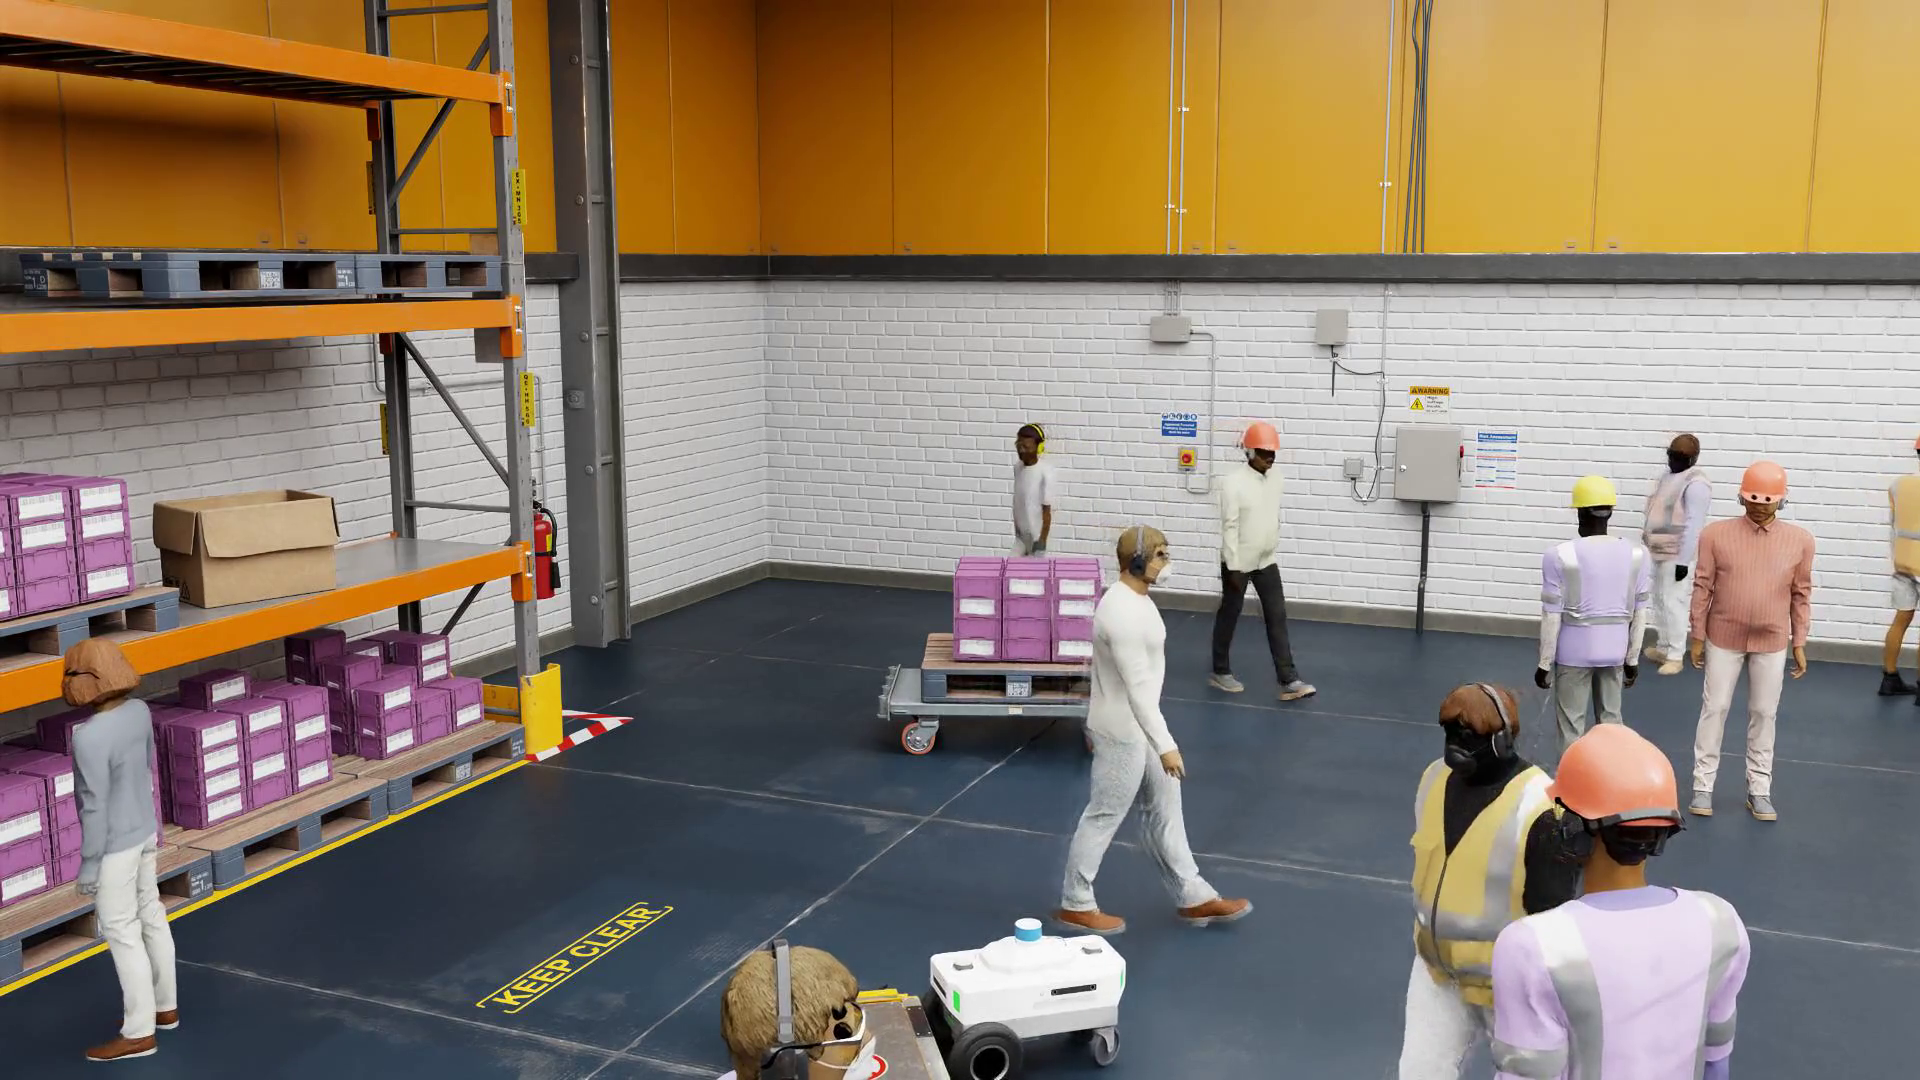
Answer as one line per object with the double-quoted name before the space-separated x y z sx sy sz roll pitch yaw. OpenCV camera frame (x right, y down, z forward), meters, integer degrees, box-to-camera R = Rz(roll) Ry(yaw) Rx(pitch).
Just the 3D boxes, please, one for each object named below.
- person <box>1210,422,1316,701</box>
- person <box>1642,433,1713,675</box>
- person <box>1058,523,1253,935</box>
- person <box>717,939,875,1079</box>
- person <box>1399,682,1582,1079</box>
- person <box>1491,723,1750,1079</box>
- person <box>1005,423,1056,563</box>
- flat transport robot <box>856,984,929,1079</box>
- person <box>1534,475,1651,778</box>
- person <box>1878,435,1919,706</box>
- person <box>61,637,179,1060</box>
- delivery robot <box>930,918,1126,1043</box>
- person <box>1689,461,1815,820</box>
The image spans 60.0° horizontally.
"person" 2.093 0.161 11.578 0.636 1.944 0.990 -6 11 -32
"person" 5.299 0.096 12.432 0.432 1.813 0.760 0 9 1
"person" 0.861 0.871 7.462 0.879 1.897 0.639 2 10 14
"person" -0.290 1.609 2.843 0.373 1.940 0.629 -3 10 -17
"person" 1.677 1.303 5.142 0.963 1.801 0.628 -5 11 -29
"person" 1.411 1.413 3.709 0.609 2.044 0.393 -3 10 -16
"person" 0.503 0.022 12.743 0.569 1.841 0.551 -6 11 -32
"flat transport robot" -0.394 1.931 5.933 0.652 0.197 1.431 -2 10 -11
"person" 3.375 0.609 8.937 0.587 1.926 0.366 -1 9 -6
"person" 6.688 0.178 11.547 0.378 1.929 0.559 -2 10 -13
"person" -3.240 1.175 6.397 0.268 1.631 0.507 0 9 -2
"delivery robot" 0.260 1.681 6.308 0.707 0.478 0.477 -3 10 -17
"person" 4.324 0.550 9.117 0.610 1.985 0.393 3 10 16
